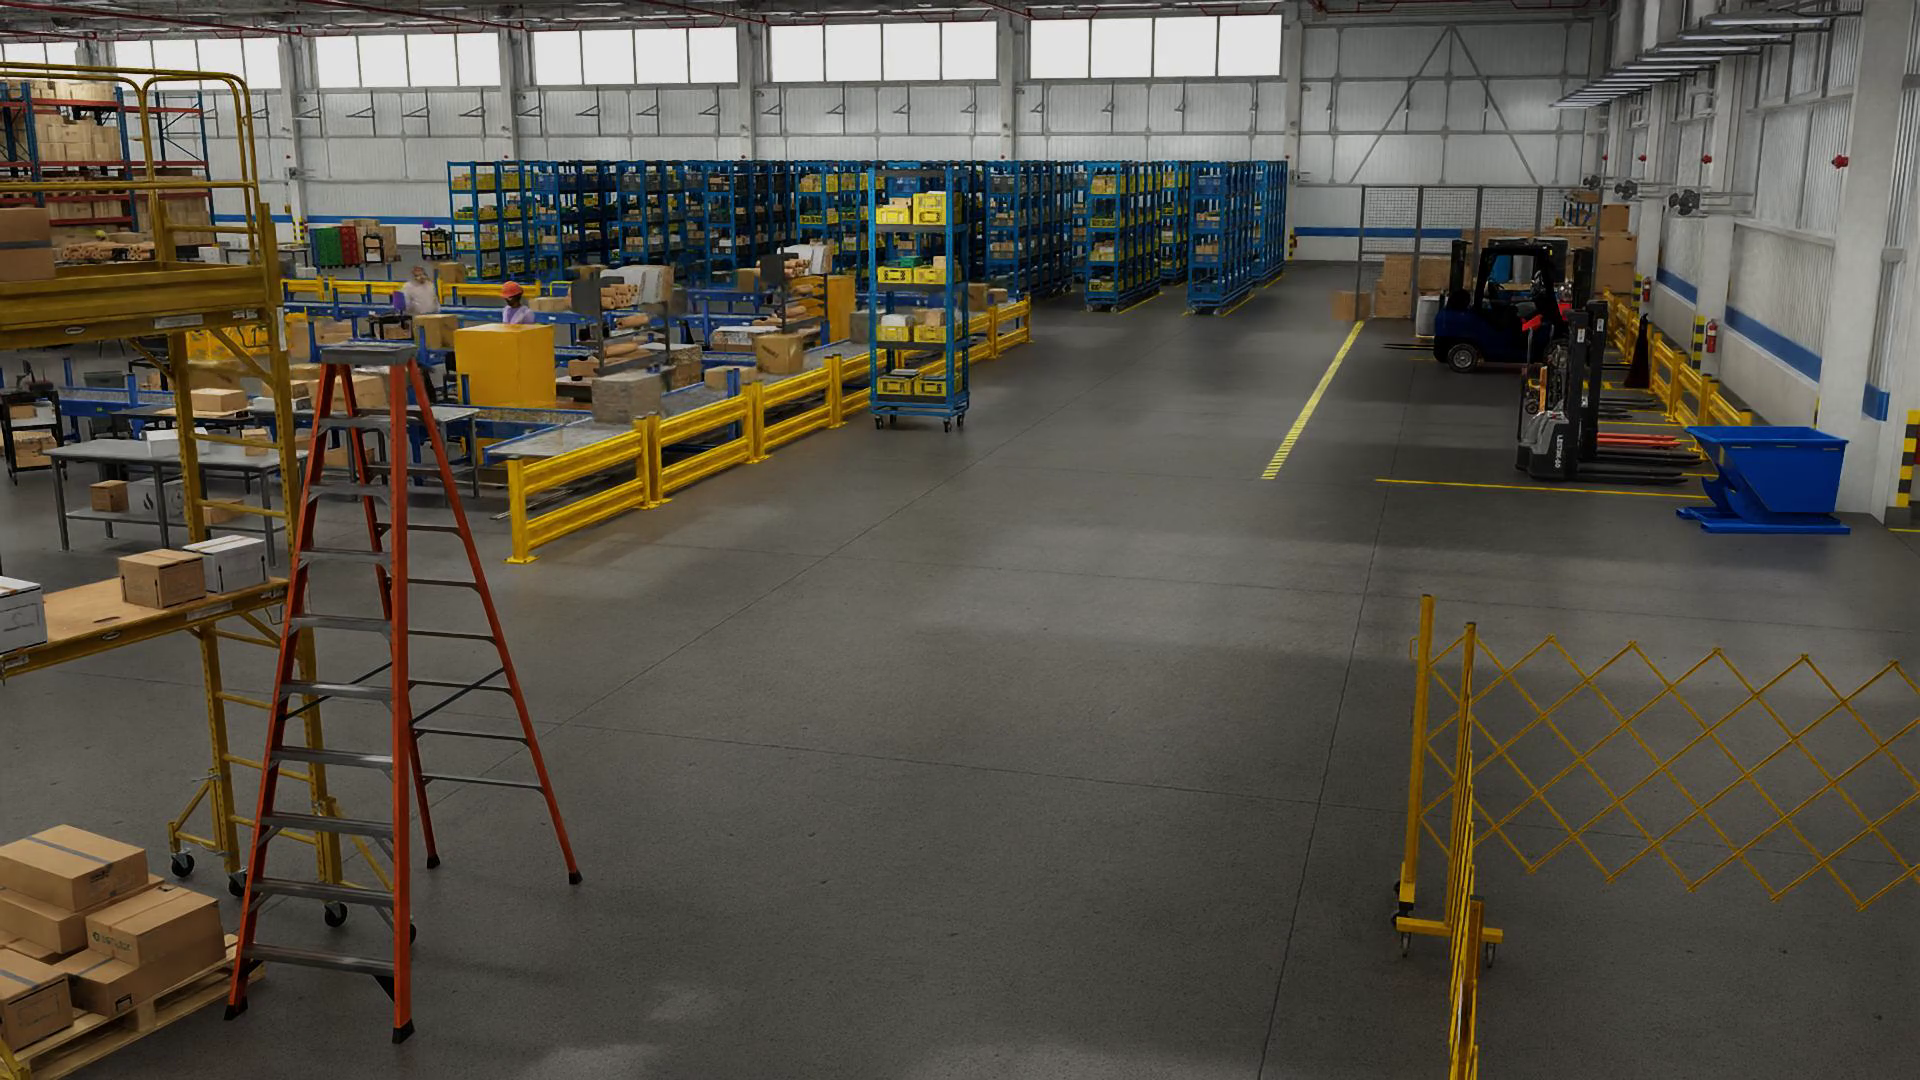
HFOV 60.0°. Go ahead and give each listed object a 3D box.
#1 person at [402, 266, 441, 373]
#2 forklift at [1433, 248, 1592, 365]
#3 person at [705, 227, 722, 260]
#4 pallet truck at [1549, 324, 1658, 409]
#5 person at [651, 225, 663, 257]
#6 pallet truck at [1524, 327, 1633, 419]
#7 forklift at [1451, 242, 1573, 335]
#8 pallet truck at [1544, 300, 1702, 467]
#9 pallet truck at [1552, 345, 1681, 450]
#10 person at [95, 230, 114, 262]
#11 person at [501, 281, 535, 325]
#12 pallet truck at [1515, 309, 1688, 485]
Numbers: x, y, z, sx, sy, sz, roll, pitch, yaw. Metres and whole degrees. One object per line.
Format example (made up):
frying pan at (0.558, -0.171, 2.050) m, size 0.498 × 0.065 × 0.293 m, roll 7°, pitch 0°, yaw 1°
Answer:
person at (-9.414, -3.873, 29.237) m, size 0.808 × 1.856 × 0.628 m, roll 7°, pitch 15°, yaw 29°
forklift at (9.780, -4.111, 29.280) m, size 2.680 × 1.987 × 1.157 m, roll 3°, pitch 13°, yaw 14°
person at (-7.369, -8.749, 49.995) m, size 0.622 × 1.992 × 0.395 m, roll 0°, pitch 13°, yaw 1°
pallet truck at (9.824, -2.669, 25.407) m, size 1.601 × 1.201 × 0.680 m, roll 4°, pitch 14°, yaw 16°
person at (-9.550, -9.209, 52.379) m, size 0.480 × 1.815 × 0.616 m, roll 5°, pitch 14°, yaw 20°
pallet truck at (9.065, -2.460, 24.370) m, size 1.522 × 1.261 × 0.704 m, roll 3°, pitch 13°, yaw 14°
forklift at (10.464, -4.597, 31.405) m, size 2.680 × 1.987 × 1.157 m, roll 4°, pitch 14°, yaw 16°
pallet truck at (8.263, -1.952, 20.631) m, size 1.885 × 1.965 × 0.823 m, roll 5°, pitch 14°, yaw 20°
pallet truck at (8.641, -1.896, 21.908) m, size 1.630 × 1.274 × 0.653 m, roll 4°, pitch 14°, yaw 16°
person at (-23.461, -7.622, 45.672) m, size 0.723 × 1.740 × 0.532 m, roll 6°, pitch 14°, yaw 25°
person at (-6.267, -2.637, 23.510) m, size 0.605 × 2.035 × 0.384 m, roll 8°, pitch 16°, yaw 33°
pallet truck at (7.554, -1.677, 19.446) m, size 1.885 × 1.965 × 0.823 m, roll 3°, pitch 13°, yaw 14°
